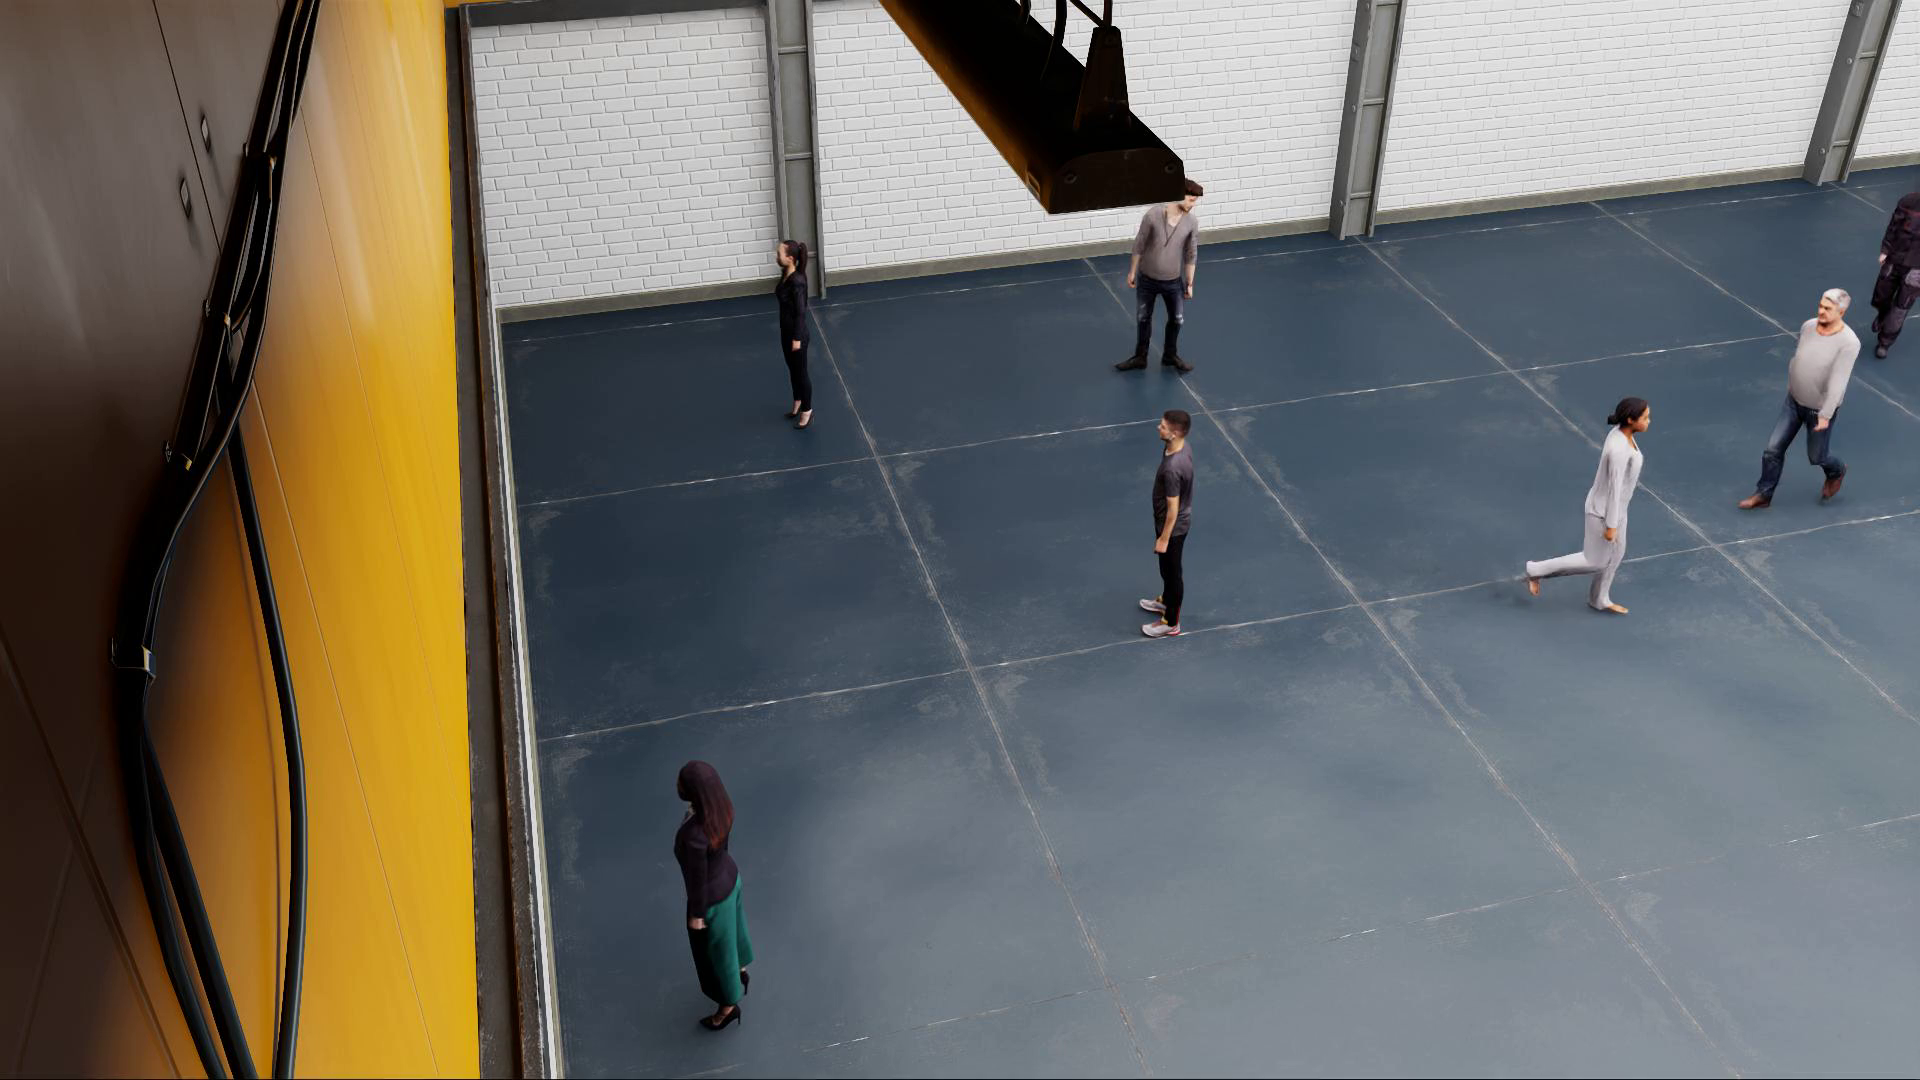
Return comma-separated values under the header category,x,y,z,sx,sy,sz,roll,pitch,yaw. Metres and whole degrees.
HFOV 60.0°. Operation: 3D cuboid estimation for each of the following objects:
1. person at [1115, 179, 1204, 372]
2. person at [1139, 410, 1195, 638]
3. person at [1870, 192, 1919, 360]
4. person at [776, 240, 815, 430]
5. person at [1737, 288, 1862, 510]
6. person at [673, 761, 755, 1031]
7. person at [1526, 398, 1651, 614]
category,x,y,z,sx,sy,sz,roll,pitch,yaw
person,1.735,-2.353,14.857,0.690,1.861,0.979,12,35,17
person,1.468,-0.126,11.594,0.672,1.764,0.704,3,34,5
person,8.725,-2.600,15.247,0.970,1.841,1.035,22,39,29
person,-1.404,-1.747,14.081,0.504,1.711,0.589,-11,35,-16
person,6.680,-1.067,12.904,1.188,1.883,0.822,-12,36,-18
person,-1.278,1.840,8.660,0.645,1.739,0.663,4,34,6
person,4.499,-0.229,11.796,1.082,1.713,0.996,15,36,21
